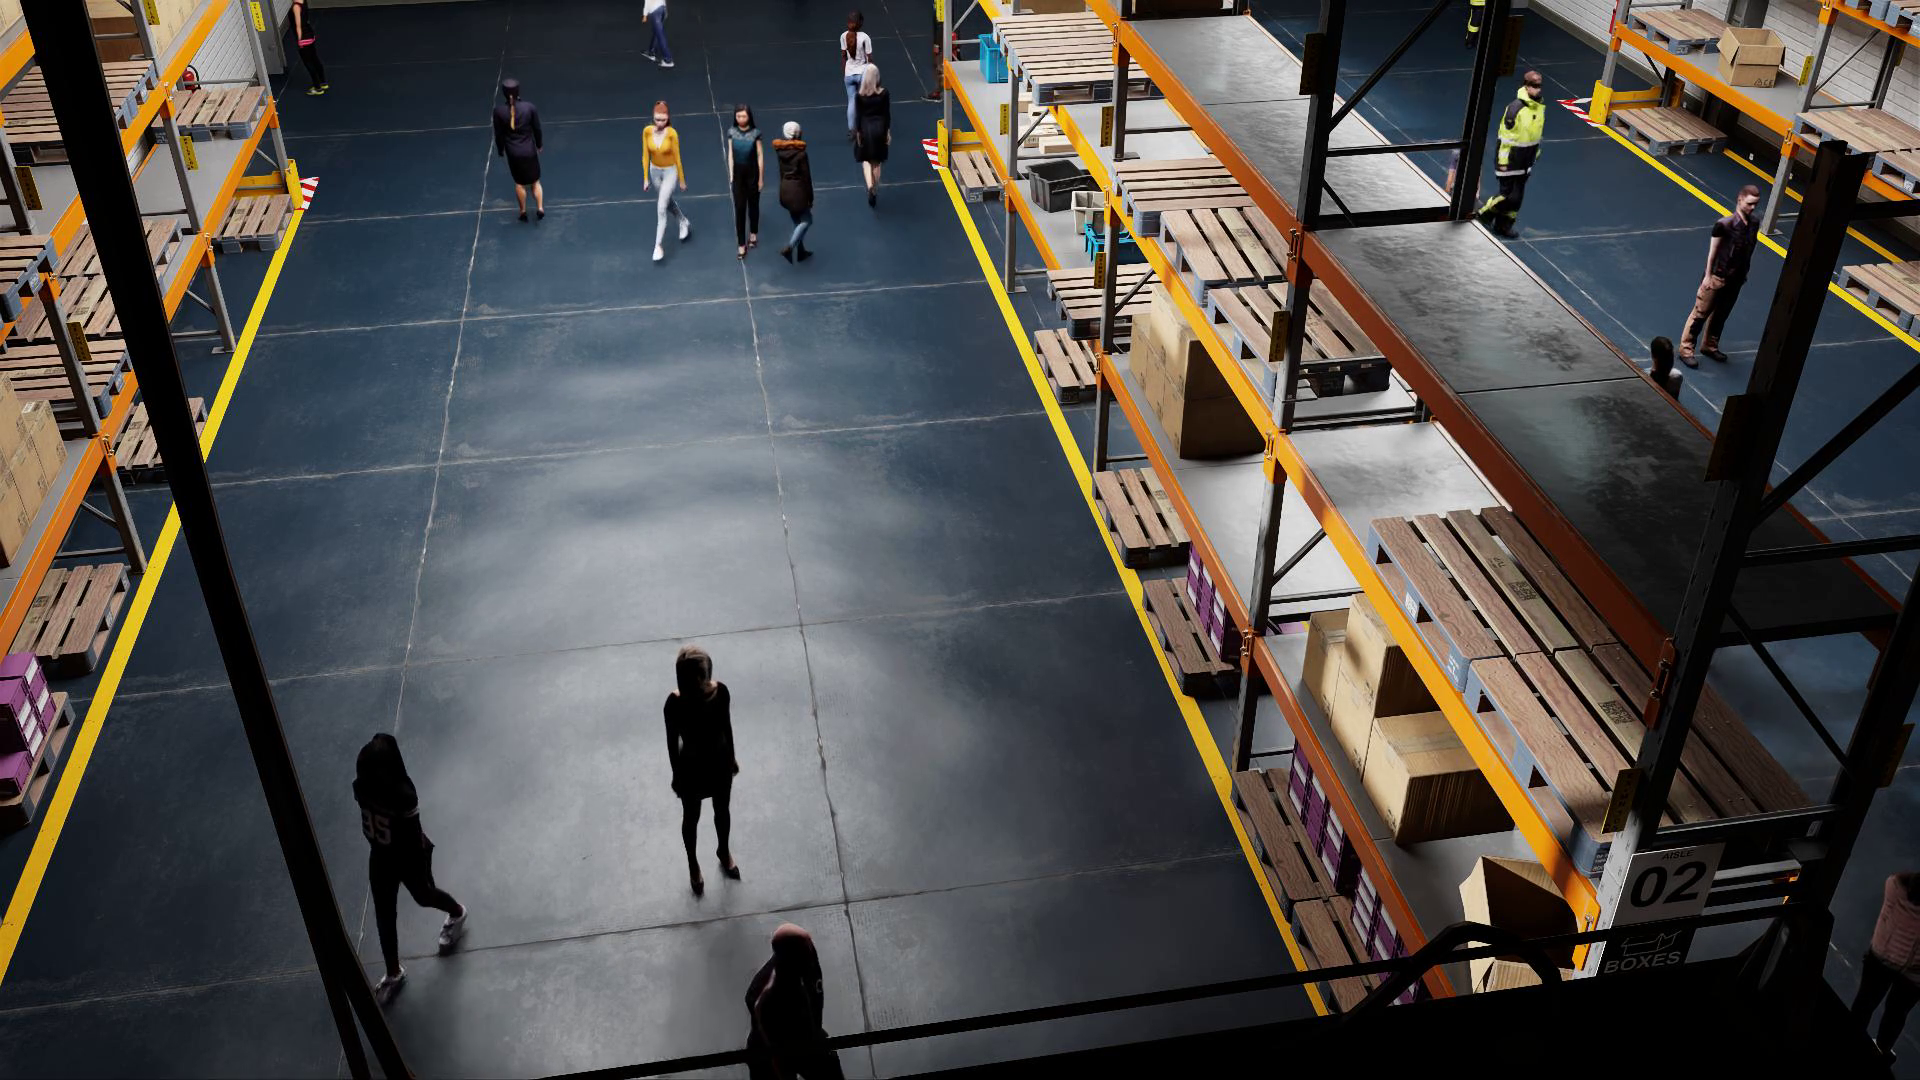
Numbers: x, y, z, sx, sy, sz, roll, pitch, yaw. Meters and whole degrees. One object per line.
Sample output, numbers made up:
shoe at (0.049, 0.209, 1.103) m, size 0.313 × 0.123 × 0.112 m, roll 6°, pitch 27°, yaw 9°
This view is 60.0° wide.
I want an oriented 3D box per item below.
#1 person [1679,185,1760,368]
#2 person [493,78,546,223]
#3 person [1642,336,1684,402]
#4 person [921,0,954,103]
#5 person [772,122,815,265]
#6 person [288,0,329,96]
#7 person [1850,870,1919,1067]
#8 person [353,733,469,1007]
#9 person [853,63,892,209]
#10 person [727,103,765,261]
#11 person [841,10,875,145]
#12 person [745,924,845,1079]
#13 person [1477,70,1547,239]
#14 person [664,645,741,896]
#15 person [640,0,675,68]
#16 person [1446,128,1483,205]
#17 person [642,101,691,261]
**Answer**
person at (7.473, -2.612, 16.279) m, size 0.723 × 1.844 × 0.652 m, roll -12°, pitch 35°, yaw -17°
person at (-5.094, -4.503, 19.280) m, size 0.729 × 1.671 × 0.674 m, roll -11°, pitch 35°, yaw -16°
person at (5.777, -0.912, 13.925) m, size 0.820 × 1.619 × 1.102 m, roll 6°, pitch 34°, yaw 8°
person at (-0.151, -6.796, 22.629) m, size 0.928 × 1.783 × 1.060 m, roll 5°, pitch 34°, yaw 7°
person at (-1.838, -3.768, 18.218) m, size 0.888 × 1.623 × 0.948 m, roll 21°, pitch 39°, yaw 29°
person at (-9.126, -7.021, 23.180) m, size 0.619 × 1.548 × 0.484 m, roll 0°, pitch 34°, yaw -1°
person at (5.141, 2.280, 9.083) m, size 0.701 × 1.662 × 0.763 m, roll 7°, pitch 34°, yaw 10°
person at (-3.206, 1.829, 9.719) m, size 0.959 × 1.709 × 1.128 m, roll 13°, pitch 36°, yaw 18°
person at (-1.009, -4.698, 19.516) m, size 0.633 × 1.734 × 0.789 m, roll -4°, pitch 34°, yaw -6°
person at (-2.360, -4.065, 18.580) m, size 0.716 × 1.716 × 0.963 m, roll 3°, pitch 34°, yaw 4°
person at (-1.316, -5.961, 21.430) m, size 0.668 × 1.719 × 0.679 m, roll 12°, pitch 35°, yaw 17°
person at (-0.975, 2.588, 8.501) m, size 1.168 × 1.794 × 1.133 m, roll 20°, pitch 38°, yaw 27°
person at (6.231, -4.384, 18.839) m, size 0.939 × 1.960 × 0.967 m, roll -24°, pitch 41°, yaw -32°
person at (-1.577, 1.397, 10.260) m, size 0.652 × 1.830 × 0.619 m, roll -18°, pitch 37°, yaw -24°
person at (-4.330, -7.634, 24.110) m, size 0.871 × 1.539 × 0.887 m, roll 14°, pitch 36°, yaw 19°
person at (5.535, -3.916, 18.500) m, size 0.634 × 1.556 × 0.663 m, roll -16°, pitch 37°, yaw -23°
person at (-3.279, -4.074, 18.601) m, size 0.944 × 1.709 × 1.258 m, roll 9°, pitch 35°, yaw 14°
